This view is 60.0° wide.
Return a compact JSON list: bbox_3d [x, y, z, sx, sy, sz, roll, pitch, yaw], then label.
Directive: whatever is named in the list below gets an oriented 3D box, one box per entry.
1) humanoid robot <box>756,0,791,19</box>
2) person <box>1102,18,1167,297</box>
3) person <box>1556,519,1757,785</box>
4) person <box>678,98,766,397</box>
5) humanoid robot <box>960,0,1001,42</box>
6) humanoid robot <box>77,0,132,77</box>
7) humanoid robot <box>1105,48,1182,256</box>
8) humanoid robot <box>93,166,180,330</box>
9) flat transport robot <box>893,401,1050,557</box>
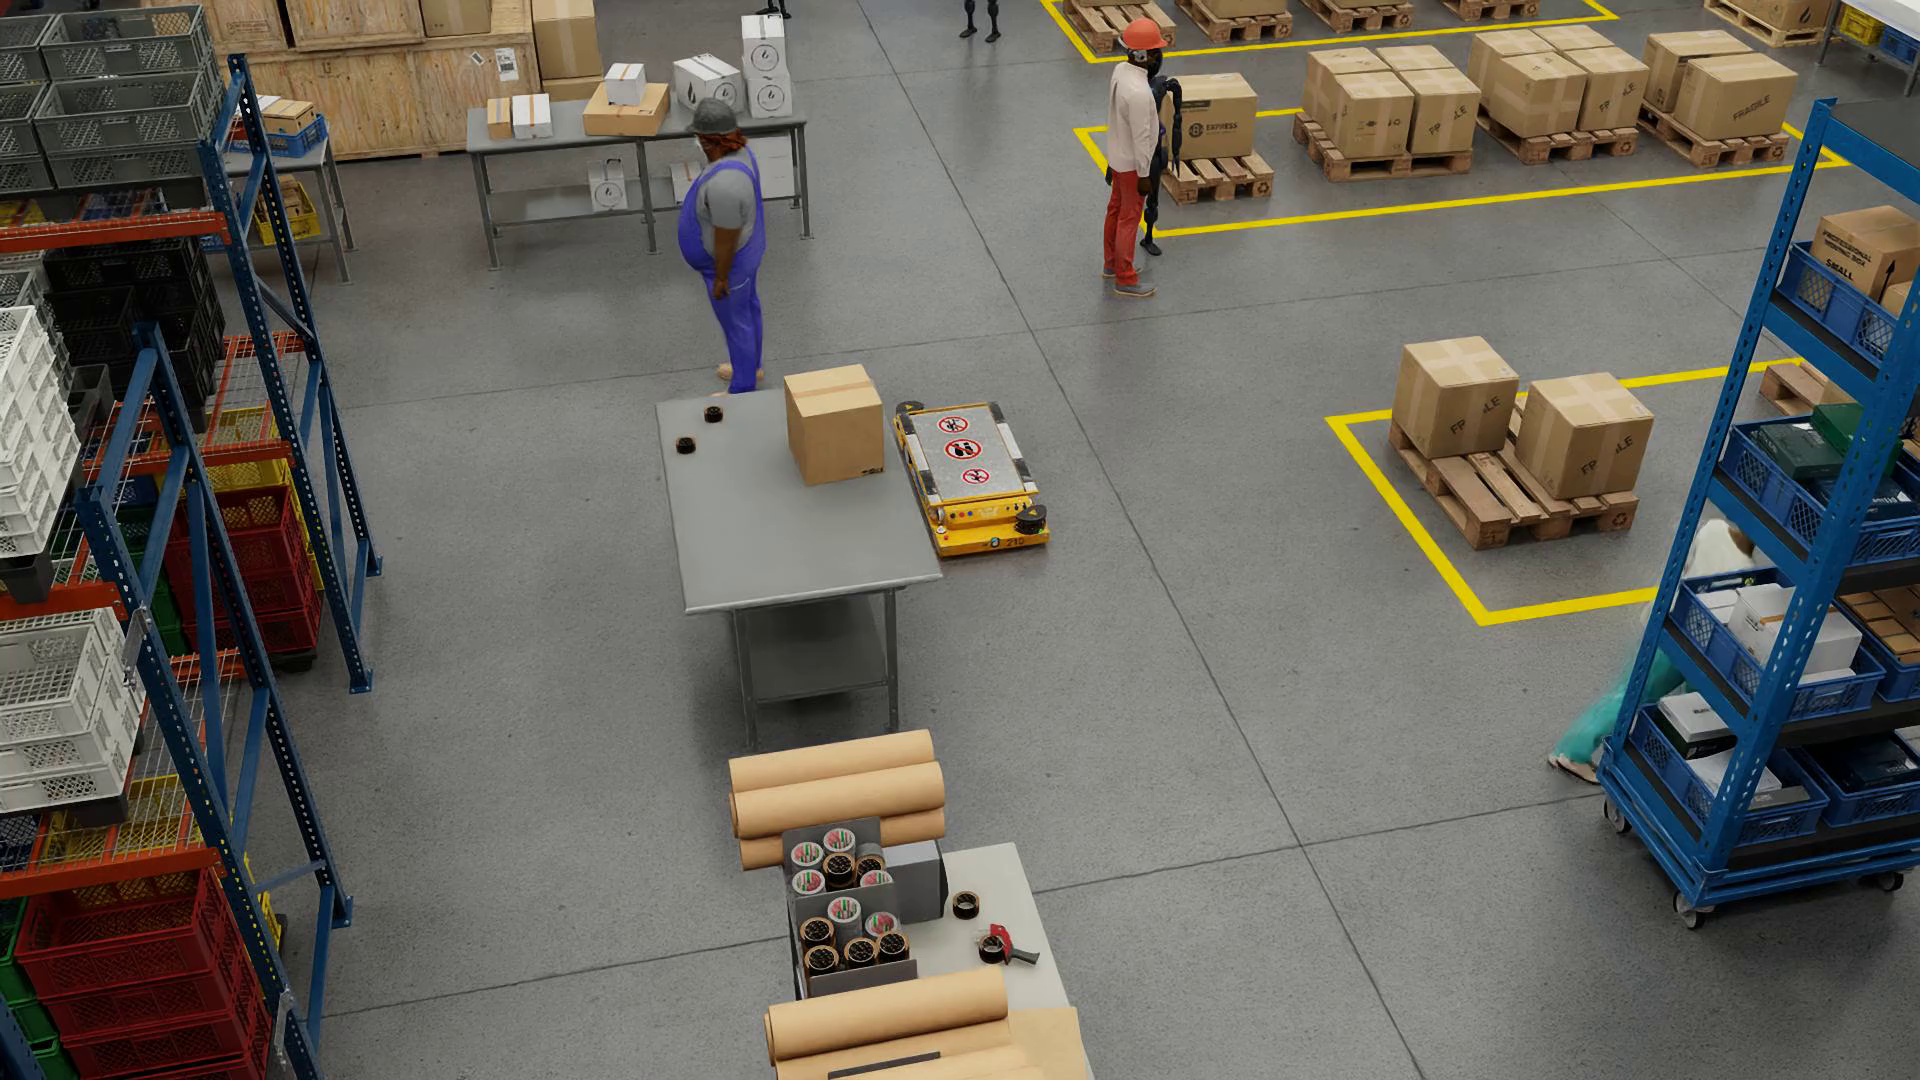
[{"bbox_3d":[-1.914,-5.971,16.399,0.335,1.651,0.570,-28,45,-32],"label":"humanoid robot"},{"bbox_3d":[1.217,-2.684,11.717,0.376,1.995,0.610,-7,37,-9],"label":"person"},{"bbox_3d":[3.439,0.446,7.781,1.060,1.658,0.535,1,37,1],"label":"person"},{"bbox_3d":[-1.498,-1.813,10.507,0.537,2.000,0.679,2,37,3],"label":"person"},{"bbox_3d":[0.181,-5.613,15.917,0.576,1.649,0.337,17,40,21],"label":"humanoid robot"},{"bbox_3d":[-6.919,-3.679,13.332,0.553,1.637,0.622,28,45,32],"label":"humanoid robot"},{"bbox_3d":[1.340,-2.849,12.201,0.570,1.651,0.327,-7,37,-10],"label":"humanoid robot"},{"bbox_3d":[-5.429,-2.054,11.130,0.462,1.653,0.600,-23,42,-28],"label":"humanoid robot"},{"bbox_3d":[0.046,-0.430,10.108,0.652,0.197,1.431,-8,37,-10],"label":"flat transport robot"}]
